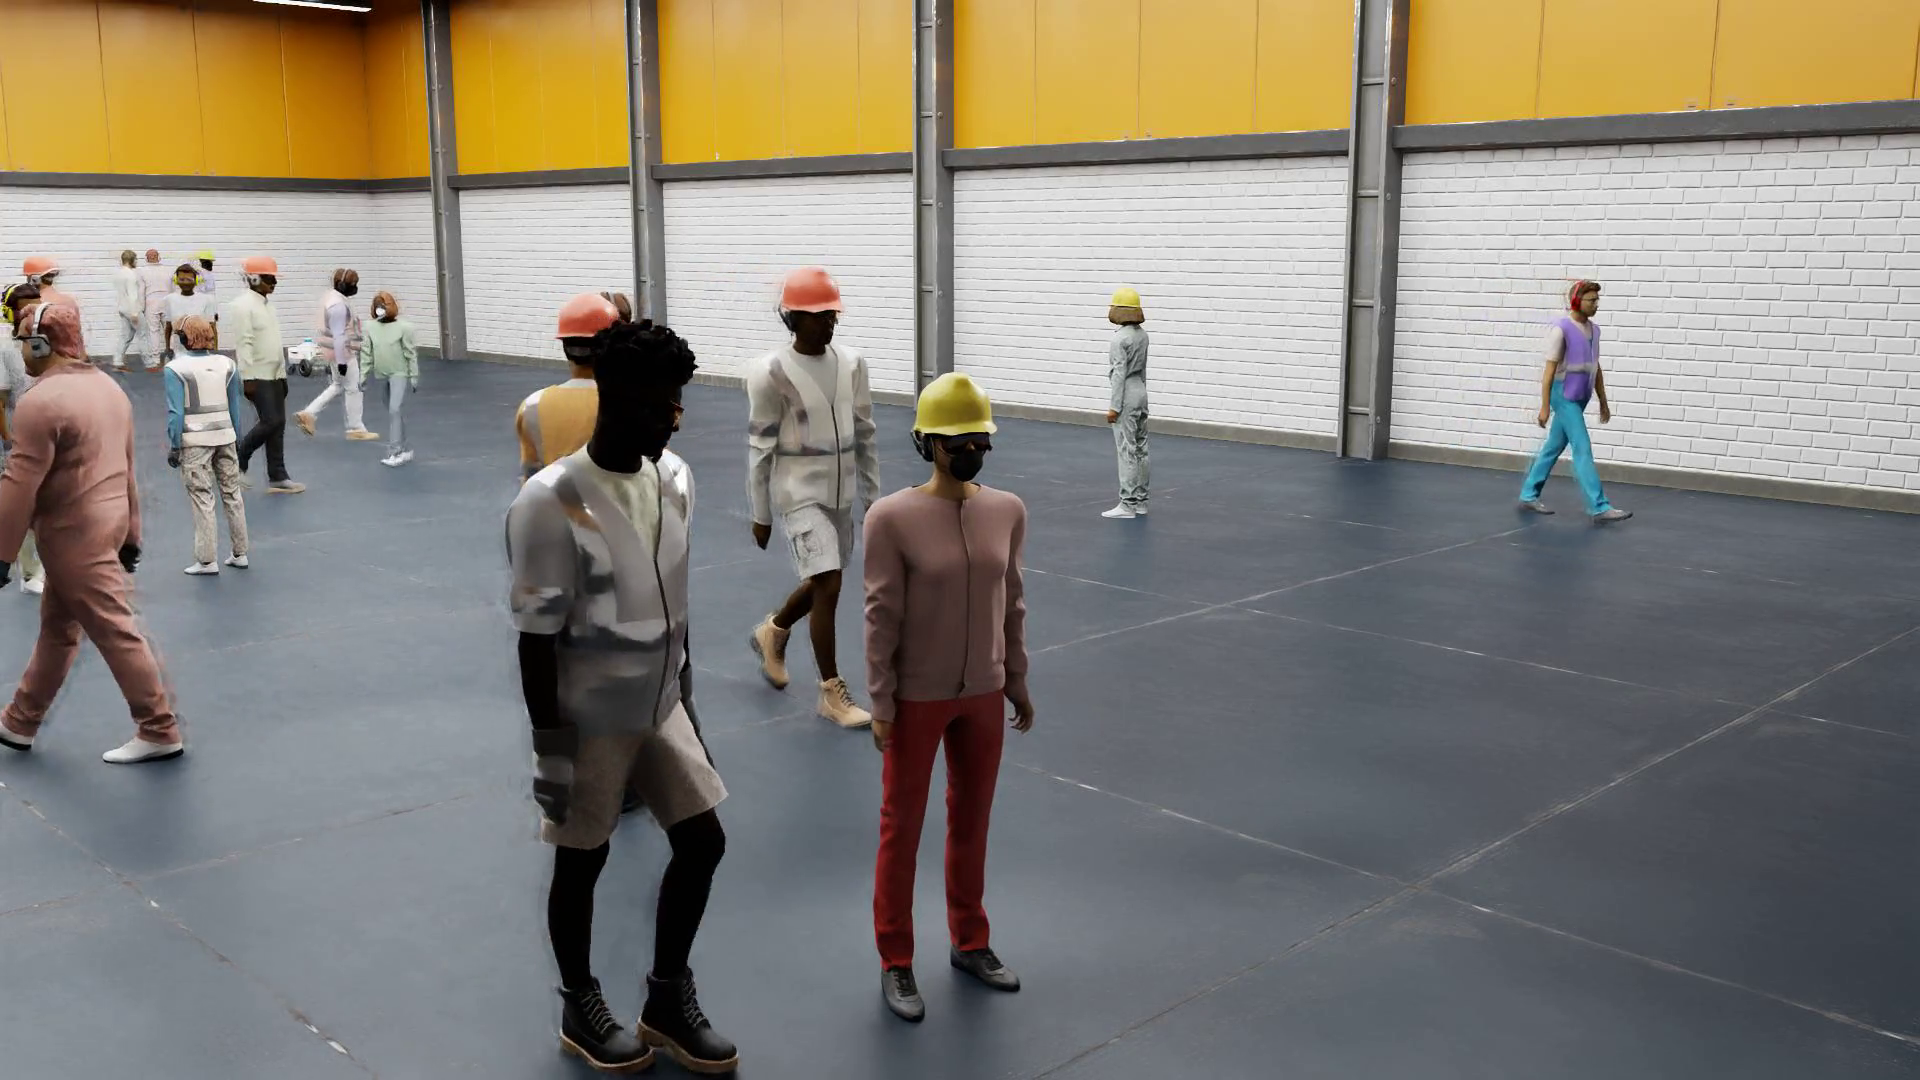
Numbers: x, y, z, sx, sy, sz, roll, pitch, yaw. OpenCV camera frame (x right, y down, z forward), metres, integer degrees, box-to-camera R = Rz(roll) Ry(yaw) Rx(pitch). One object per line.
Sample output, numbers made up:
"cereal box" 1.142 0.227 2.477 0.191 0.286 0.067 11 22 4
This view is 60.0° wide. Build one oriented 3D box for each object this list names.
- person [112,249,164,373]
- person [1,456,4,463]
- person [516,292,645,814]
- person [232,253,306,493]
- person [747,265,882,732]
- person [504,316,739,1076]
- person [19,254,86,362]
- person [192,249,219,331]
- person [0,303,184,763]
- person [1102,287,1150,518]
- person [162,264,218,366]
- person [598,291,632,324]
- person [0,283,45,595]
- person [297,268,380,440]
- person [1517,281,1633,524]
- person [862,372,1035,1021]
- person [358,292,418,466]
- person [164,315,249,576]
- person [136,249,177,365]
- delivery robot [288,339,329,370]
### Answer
"person" -12.833 -3.534 25.776 0.643 1.928 0.677 10 14 44
"person" -9.205 -1.604 15.562 0.951 1.804 0.524 0 10 -2
"person" -1.345 0.056 6.171 0.548 1.927 0.400 3 11 16
"person" -5.740 -1.352 13.665 0.519 1.982 0.641 0 10 3
"person" -0.696 -0.211 7.397 0.938 2.012 0.611 10 14 43
"person" -0.806 0.424 4.102 0.653 1.929 0.665 6 12 31
"person" -7.991 -1.484 14.466 0.884 1.957 0.623 1 10 5
"person" -12.369 -3.782 27.152 0.585 1.909 0.597 9 14 41
"person" -3.634 -0.006 6.666 0.974 1.854 0.666 -1 10 -3
"person" 1.254 -1.036 12.604 0.312 1.744 0.487 7 12 33
"person" -7.860 -1.876 16.949 0.551 1.828 0.840 -3 11 -15
"person" -1.860 -0.421 9.009 0.429 1.838 0.638 -5 12 -26
"person" -5.419 -0.573 9.776 0.533 1.849 0.565 4 11 19
"person" -6.463 -1.900 17.178 0.719 1.804 0.696 -5 11 -24
"person" 4.632 -1.038 12.474 0.586 1.790 0.964 -10 14 -42
"person" -0.025 0.422 4.590 0.523 1.769 0.319 -6 12 -31
"person" -5.312 -1.478 15.390 0.503 1.602 0.797 3 11 15
"person" -4.754 -0.596 10.488 0.311 1.638 0.521 5 12 27
"person" -13.291 -3.852 27.536 0.399 1.902 0.642 10 15 44
"delivery robot" -9.940 -2.832 25.385 0.707 0.478 0.477 8 13 39
